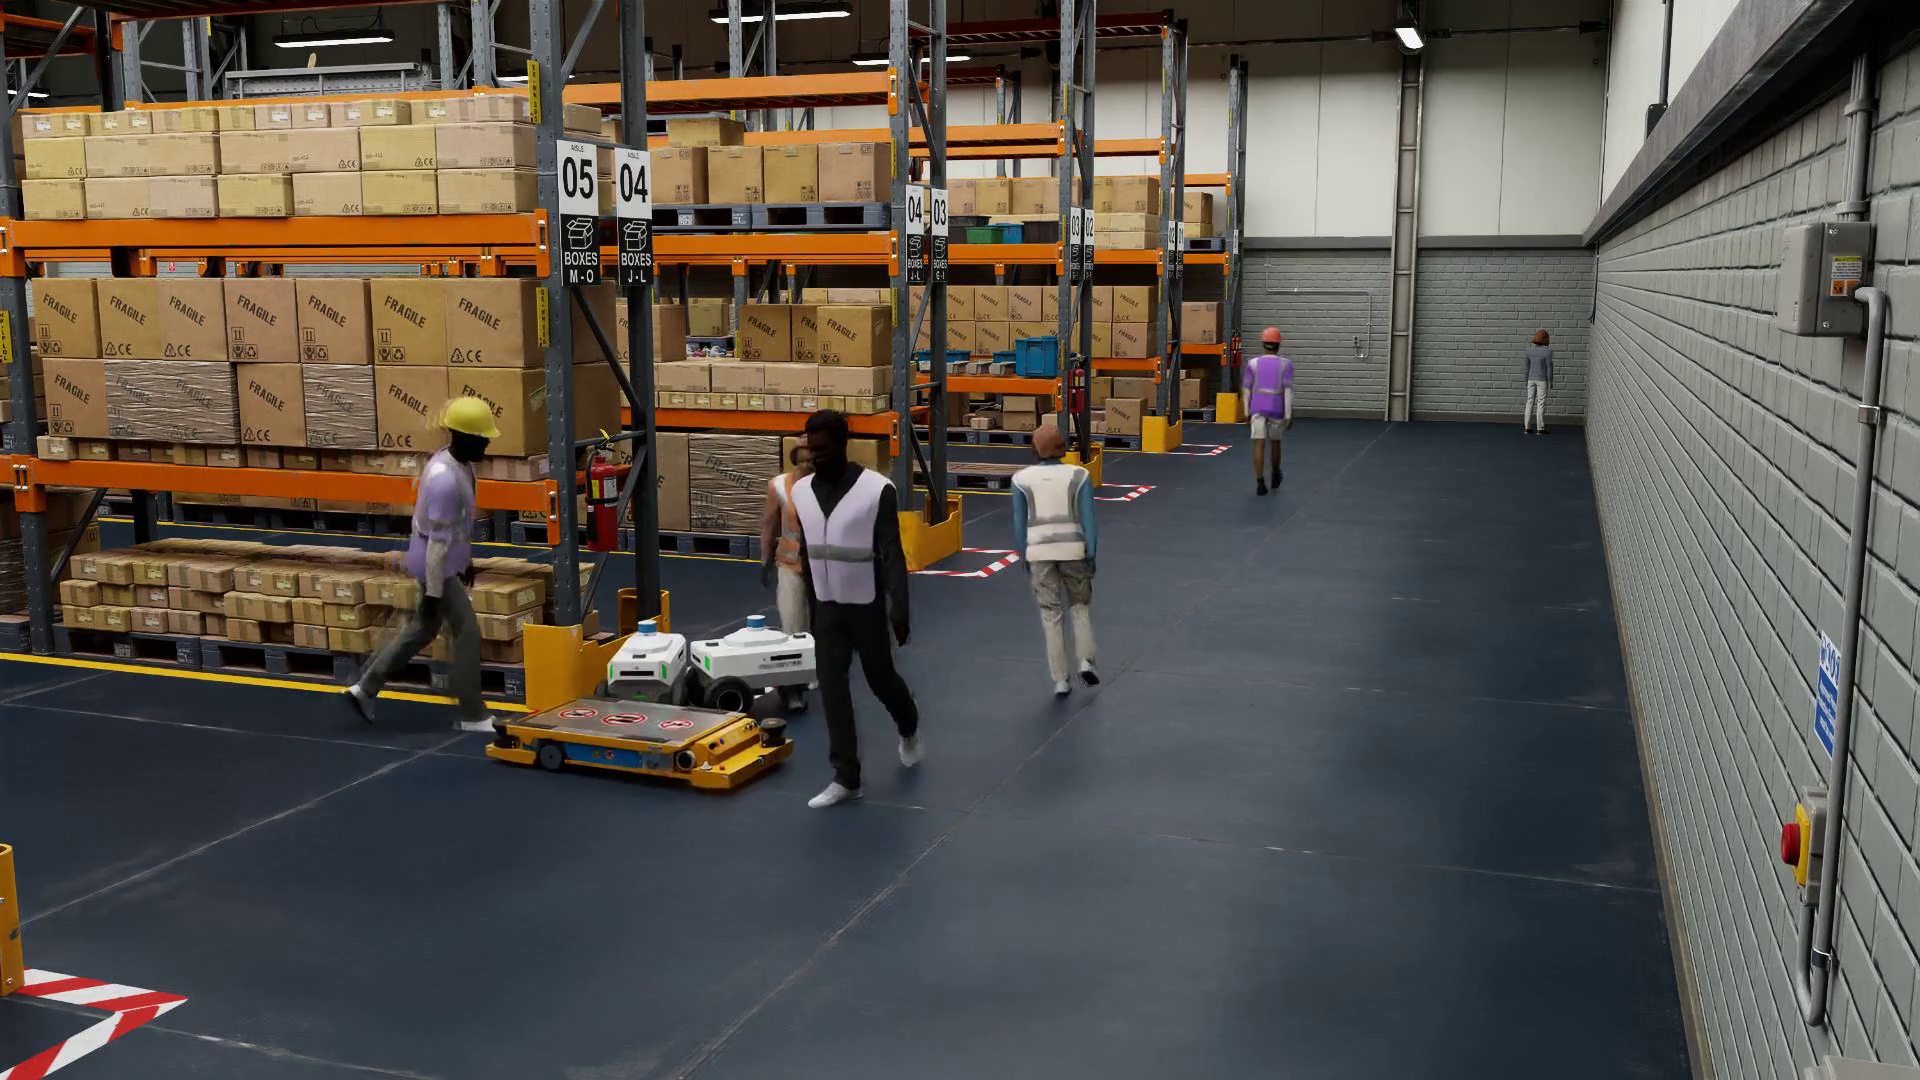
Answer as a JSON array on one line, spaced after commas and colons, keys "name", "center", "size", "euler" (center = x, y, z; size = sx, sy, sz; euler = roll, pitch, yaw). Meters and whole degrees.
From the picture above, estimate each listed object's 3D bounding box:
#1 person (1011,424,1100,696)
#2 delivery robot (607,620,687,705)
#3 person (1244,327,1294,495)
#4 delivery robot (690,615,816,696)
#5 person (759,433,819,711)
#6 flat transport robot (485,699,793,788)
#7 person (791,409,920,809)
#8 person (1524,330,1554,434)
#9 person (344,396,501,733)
[{"name": "person", "center": [0.564, 0.120, 9.915], "size": [0.530, 1.604, 0.505], "euler": [1, 9, 5]}, {"name": "delivery robot", "center": [-1.748, 0.694, 9.321], "size": [0.477, 0.478, 0.707], "euler": [0, 9, -1]}, {"name": "person", "center": [3.546, -1.488, 19.085], "size": [0.565, 1.882, 0.975], "euler": [3, 10, 18]}, {"name": "delivery robot", "center": [-1.156, 0.672, 9.459], "size": [0.707, 0.478, 0.477], "euler": [-4, 10, -24]}, {"name": "person", "center": [-0.904, 0.154, 9.730], "size": [0.532, 1.594, 0.793], "euler": [-1, 9, -5]}, {"name": "flat transport robot", "center": [-1.639, 1.013, 8.503], "size": [1.431, 0.197, 0.652], "euler": [4, 10, 22]}, {"name": "person", "center": [-0.470, 0.290, 8.049], "size": [0.636, 1.878, 0.862], "euler": [5, 11, 31]}, {"name": "person", "center": [9.029, -2.460, 25.943], "size": [0.271, 1.632, 0.508], "euler": [-6, 11, -33]}, {"name": "person", "center": [-2.898, 0.147, 8.966], "size": [0.870, 1.867, 0.660], "euler": [-2, 9, -11]}]
